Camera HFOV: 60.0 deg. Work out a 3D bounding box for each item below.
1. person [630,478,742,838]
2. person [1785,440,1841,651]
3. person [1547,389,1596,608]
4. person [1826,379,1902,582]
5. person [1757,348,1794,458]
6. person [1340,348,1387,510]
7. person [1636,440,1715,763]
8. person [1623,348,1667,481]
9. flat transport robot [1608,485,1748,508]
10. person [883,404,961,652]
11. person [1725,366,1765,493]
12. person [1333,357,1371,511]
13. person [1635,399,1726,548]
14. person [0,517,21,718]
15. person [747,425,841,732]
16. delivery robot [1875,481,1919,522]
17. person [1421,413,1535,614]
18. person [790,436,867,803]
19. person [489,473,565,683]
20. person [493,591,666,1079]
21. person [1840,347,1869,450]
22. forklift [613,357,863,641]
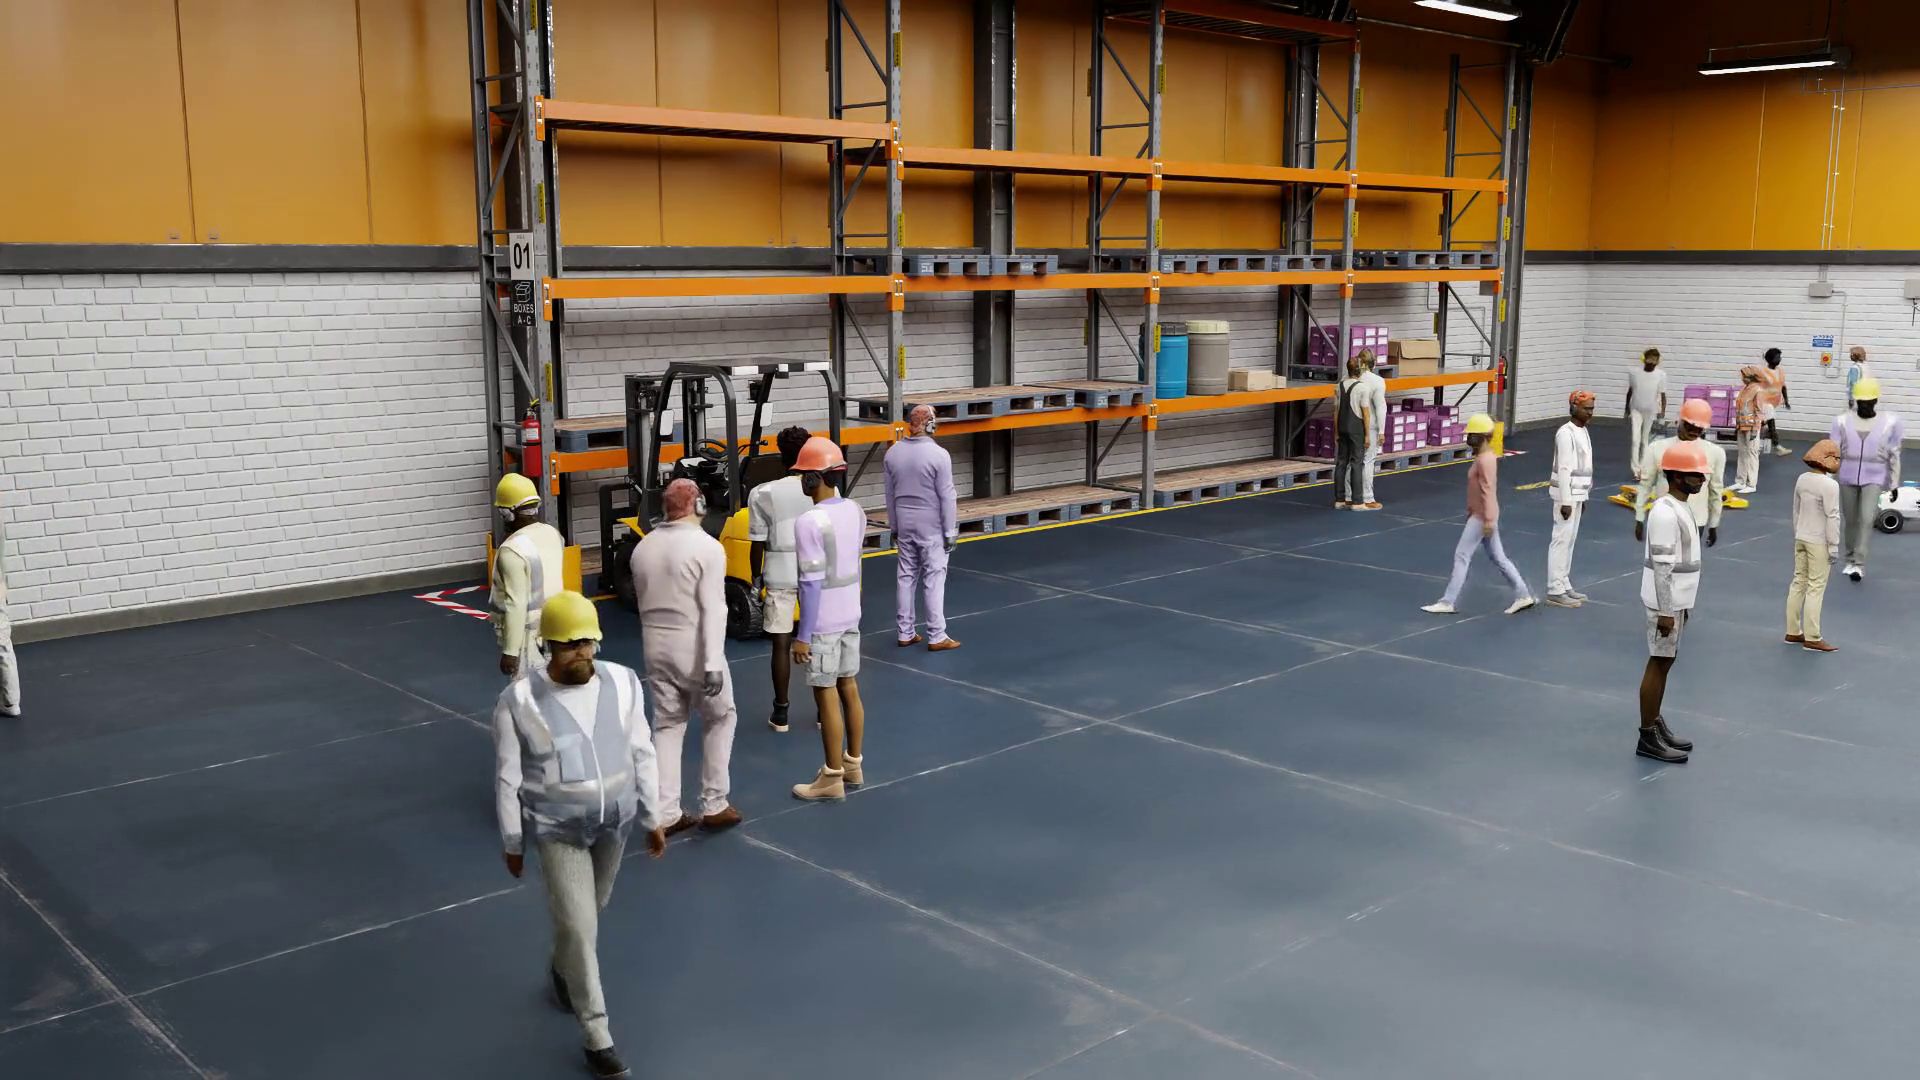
[{"bbox_3d":[-1.474,0.621,8.774,0.672,1.859,0.558,6,11,31],"label":"person"},{"bbox_3d":[6.620,0.036,12.859,0.289,1.633,0.497,-1,10,-6],"label":"person"},{"bbox_3d":[5.328,-0.366,14.481,0.361,1.884,0.574,7,12,34],"label":"person"},{"bbox_3d":[8.403,-0.553,15.565,0.623,1.880,0.934,8,12,39],"label":"person"},{"bbox_3d":[12.268,-2.070,25.135,0.542,1.639,0.909,-5,11,-29],"label":"person"},{"bbox_3d":[4.827,-1.325,19.936,0.356,1.936,0.638,-8,13,-40],"label":"person"},{"bbox_3d":[4.315,0.362,10.060,0.356,1.938,0.543,6,11,30],"label":"person"},{"bbox_3d":[9.247,-1.692,22.470,0.525,1.801,0.902,4,11,23],"label":"person"},{"bbox_3d":[8.704,-0.534,20.178,1.431,0.197,0.652,-1,10,-5],"label":"flat transport robot"},{"bbox_3d":[-0.274,-0.094,12.833,0.642,1.906,0.410,7,12,36],"label":"person"},{"bbox_3d":[10.119,-1.419,21.359,0.310,1.639,0.514,0,10,-2],"label":"person"},{"bbox_3d":[4.687,-1.265,19.872,0.346,1.841,0.506,-8,12,-38],"label":"person"},{"bbox_3d":[5.737,-0.181,13.265,0.625,1.941,1.016,6,11,31],"label":"person"},{"bbox_3d":[-6.340,0.397,10.734,0.310,1.636,0.523,1,10,8],"label":"person"},{"bbox_3d":[-1.048,0.250,10.642,0.609,1.960,0.371,-1,10,-8],"label":"person"},{"bbox_3d":[10.443,-0.407,18.332,0.707,0.478,0.477,2,10,10],"label":"delivery robot"},{"bbox_3d":[4.444,-0.212,14.044,0.906,1.724,0.542,3,10,17],"label":"person"},{"bbox_3d":[-0.756,0.444,9.270,0.394,2.044,0.609,5,11,26],"label":"person"},{"bbox_3d":[-2.439,0.534,9.378,0.403,1.826,0.594,2,10,12],"label":"person"},{"bbox_3d":[-1.469,1.062,6.392,0.592,1.798,0.915,-8,12,-37],"label":"person"},{"bbox_3d":[13.952,-2.201,25.965,0.531,1.633,0.399,-8,13,-39],"label":"person"},{"bbox_3d":[-1.847,-0.414,13.852,1.214,2.155,2.313,-9,13,-42],"label":"forklift"}]
